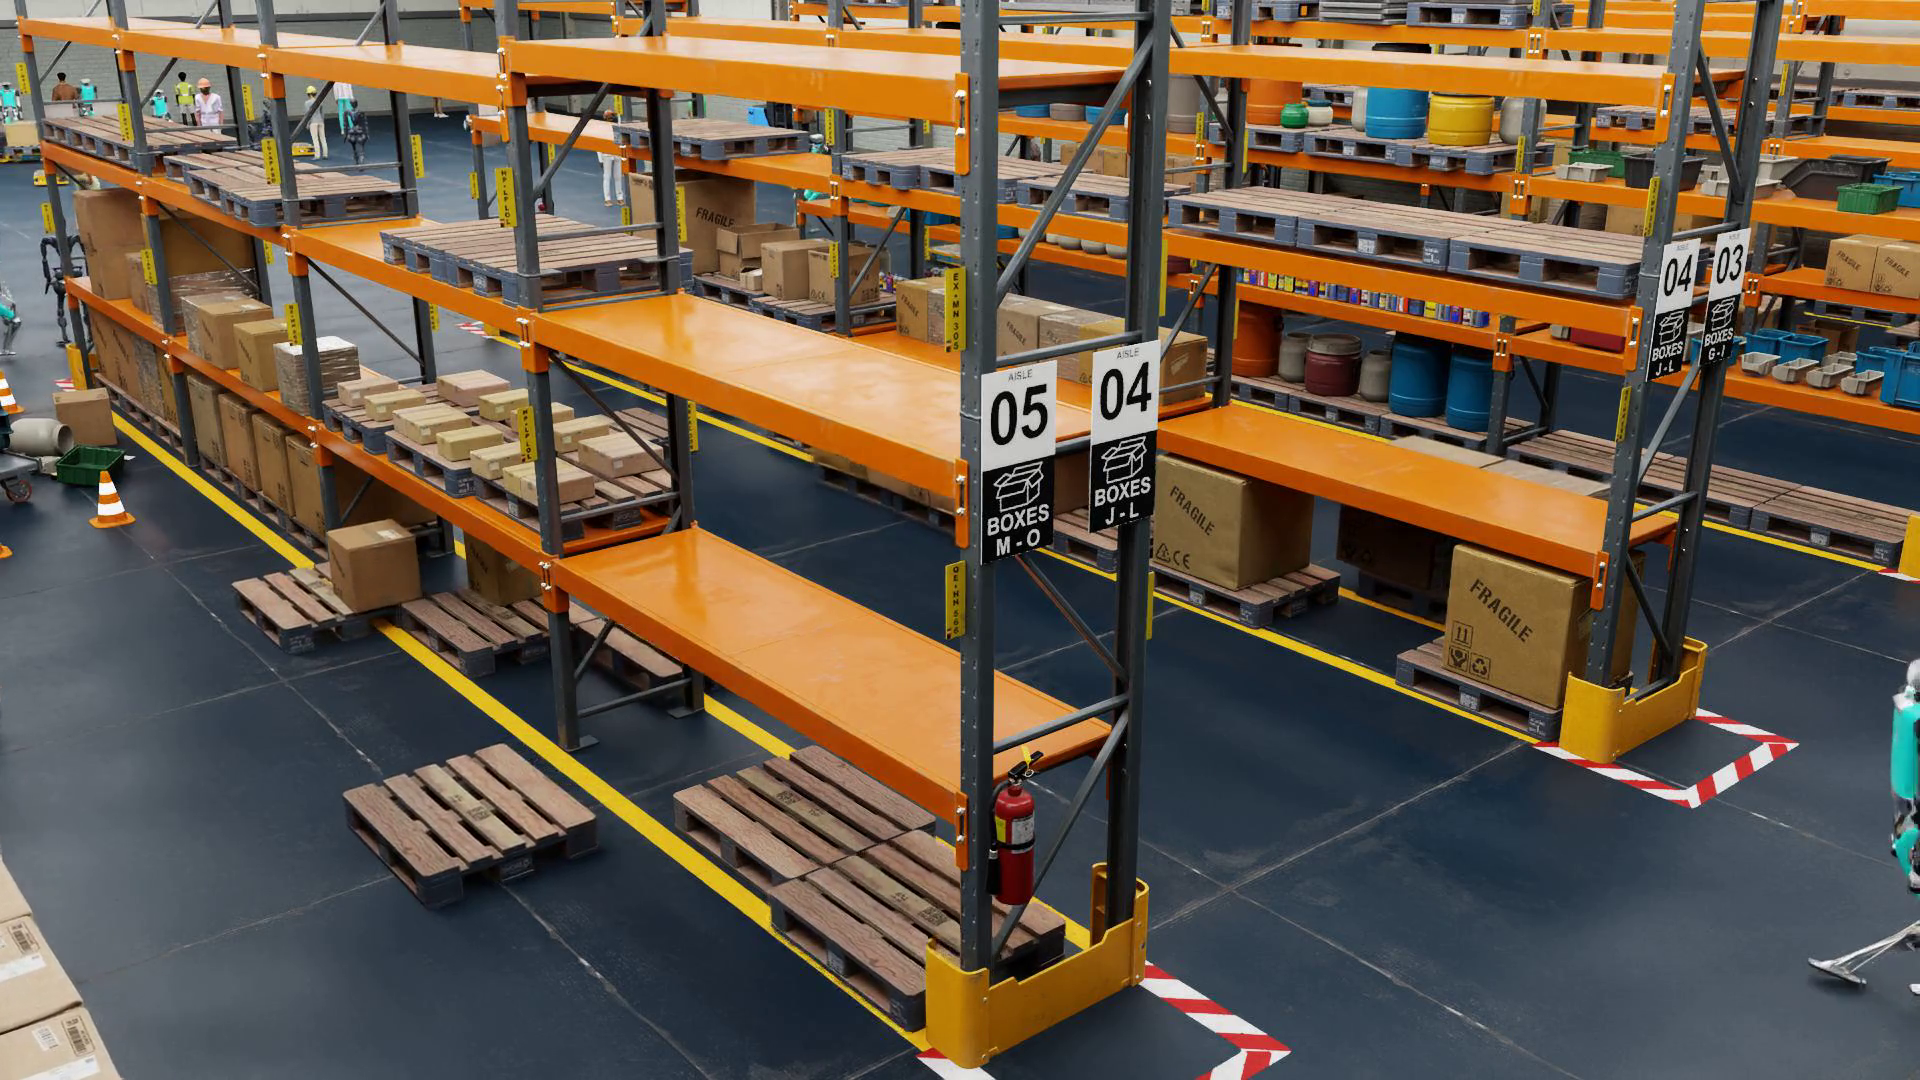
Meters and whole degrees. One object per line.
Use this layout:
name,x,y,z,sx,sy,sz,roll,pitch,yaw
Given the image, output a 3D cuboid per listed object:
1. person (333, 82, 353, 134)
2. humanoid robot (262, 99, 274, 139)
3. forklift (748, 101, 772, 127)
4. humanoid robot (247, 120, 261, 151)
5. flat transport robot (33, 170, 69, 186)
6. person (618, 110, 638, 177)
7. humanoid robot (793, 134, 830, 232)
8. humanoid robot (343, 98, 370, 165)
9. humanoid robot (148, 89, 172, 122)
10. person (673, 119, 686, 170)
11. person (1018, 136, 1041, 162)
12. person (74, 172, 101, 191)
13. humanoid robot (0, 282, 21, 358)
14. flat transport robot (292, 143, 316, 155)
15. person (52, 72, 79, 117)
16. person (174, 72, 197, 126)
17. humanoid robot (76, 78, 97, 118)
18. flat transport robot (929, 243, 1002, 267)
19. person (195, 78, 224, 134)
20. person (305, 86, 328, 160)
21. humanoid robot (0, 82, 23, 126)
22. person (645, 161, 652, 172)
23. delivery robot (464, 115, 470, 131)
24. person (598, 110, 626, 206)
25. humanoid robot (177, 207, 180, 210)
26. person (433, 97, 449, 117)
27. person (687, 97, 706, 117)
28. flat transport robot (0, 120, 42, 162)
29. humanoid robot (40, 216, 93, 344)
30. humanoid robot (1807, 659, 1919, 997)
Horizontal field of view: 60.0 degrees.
person,-17.283,-12.369,46.657,0.498,1.914,0.371,-1,19,-4
humanoid robot,-15.855,-9.328,38.373,0.615,1.639,0.595,2,19,5
forklift,-4.526,-11.368,42.374,1.129,2.768,1.873,-15,24,-37
humanoid robot,-15.066,-8.230,35.258,0.646,1.634,0.603,-3,20,-8
flat transport robot,-20.044,-7.992,36.681,0.659,0.231,1.431,-10,21,-25
person,-7.557,-9.184,37.638,0.385,1.890,0.563,4,20,11
humanoid robot,-2.758,-6.289,29.723,0.855,1.858,0.552,-15,24,-36
humanoid robot,-14.068,-9.433,38.695,0.614,1.639,0.614,-3,20,-9
humanoid robot,-18.898,-9.868,39.925,0.810,1.831,0.565,5,20,14
person,-5.647,-7.584,33.363,0.871,1.693,0.474,0,19,0
person,1.271,-6.636,30.581,0.539,1.757,0.414,-10,22,-26
person,-16.044,-6.669,30.522,0.543,1.854,0.725,7,21,19
humanoid robot,-11.799,-3.051,20.417,0.748,1.804,0.537,-1,19,-2
flat transport robot,-16.746,-9.876,42.043,0.659,0.231,1.431,-10,22,-27
person,-23.725,-11.476,44.203,0.775,1.855,0.397,-11,22,-29
person,-21.729,-12.269,46.696,0.539,1.695,0.317,-11,22,-29
humanoid robot,-22.858,-11.144,43.467,0.791,1.800,0.546,12,23,31
flat transport robot,-0.008,-4.603,27.037,0.659,0.231,1.431,-13,23,-33
person,-17.781,-9.899,39.444,0.607,2.039,0.391,-1,19,-2
person,-15.761,-10.183,40.659,0.308,1.767,0.532,10,22,27
humanoid robot,-23.867,-10.559,41.836,0.539,1.826,0.737,-8,21,-22
person,-5.174,-5.972,28.398,0.372,1.958,0.596,2,19,5
delivery robot,-13.876,-11.974,47.606,0.499,0.611,0.814,-12,23,-31
person,-6.955,-7.626,33.226,0.565,1.878,0.353,-13,23,-33
humanoid robot,-11.687,-4.507,24.737,0.583,1.639,0.793,9,21,24
person,-16.211,-14.057,51.519,0.497,1.877,0.402,17,25,40
person,-6.262,-9.957,39.771,0.493,1.940,0.948,-10,22,-26
flat transport robot,-22.611,-9.362,40.580,1.431,0.231,0.659,-5,20,-14
humanoid robot,-11.418,-3.336,21.300,0.602,1.640,0.385,-10,22,-25
humanoid robot,4.562,1.414,7.701,0.960,1.745,0.546,6,20,17
